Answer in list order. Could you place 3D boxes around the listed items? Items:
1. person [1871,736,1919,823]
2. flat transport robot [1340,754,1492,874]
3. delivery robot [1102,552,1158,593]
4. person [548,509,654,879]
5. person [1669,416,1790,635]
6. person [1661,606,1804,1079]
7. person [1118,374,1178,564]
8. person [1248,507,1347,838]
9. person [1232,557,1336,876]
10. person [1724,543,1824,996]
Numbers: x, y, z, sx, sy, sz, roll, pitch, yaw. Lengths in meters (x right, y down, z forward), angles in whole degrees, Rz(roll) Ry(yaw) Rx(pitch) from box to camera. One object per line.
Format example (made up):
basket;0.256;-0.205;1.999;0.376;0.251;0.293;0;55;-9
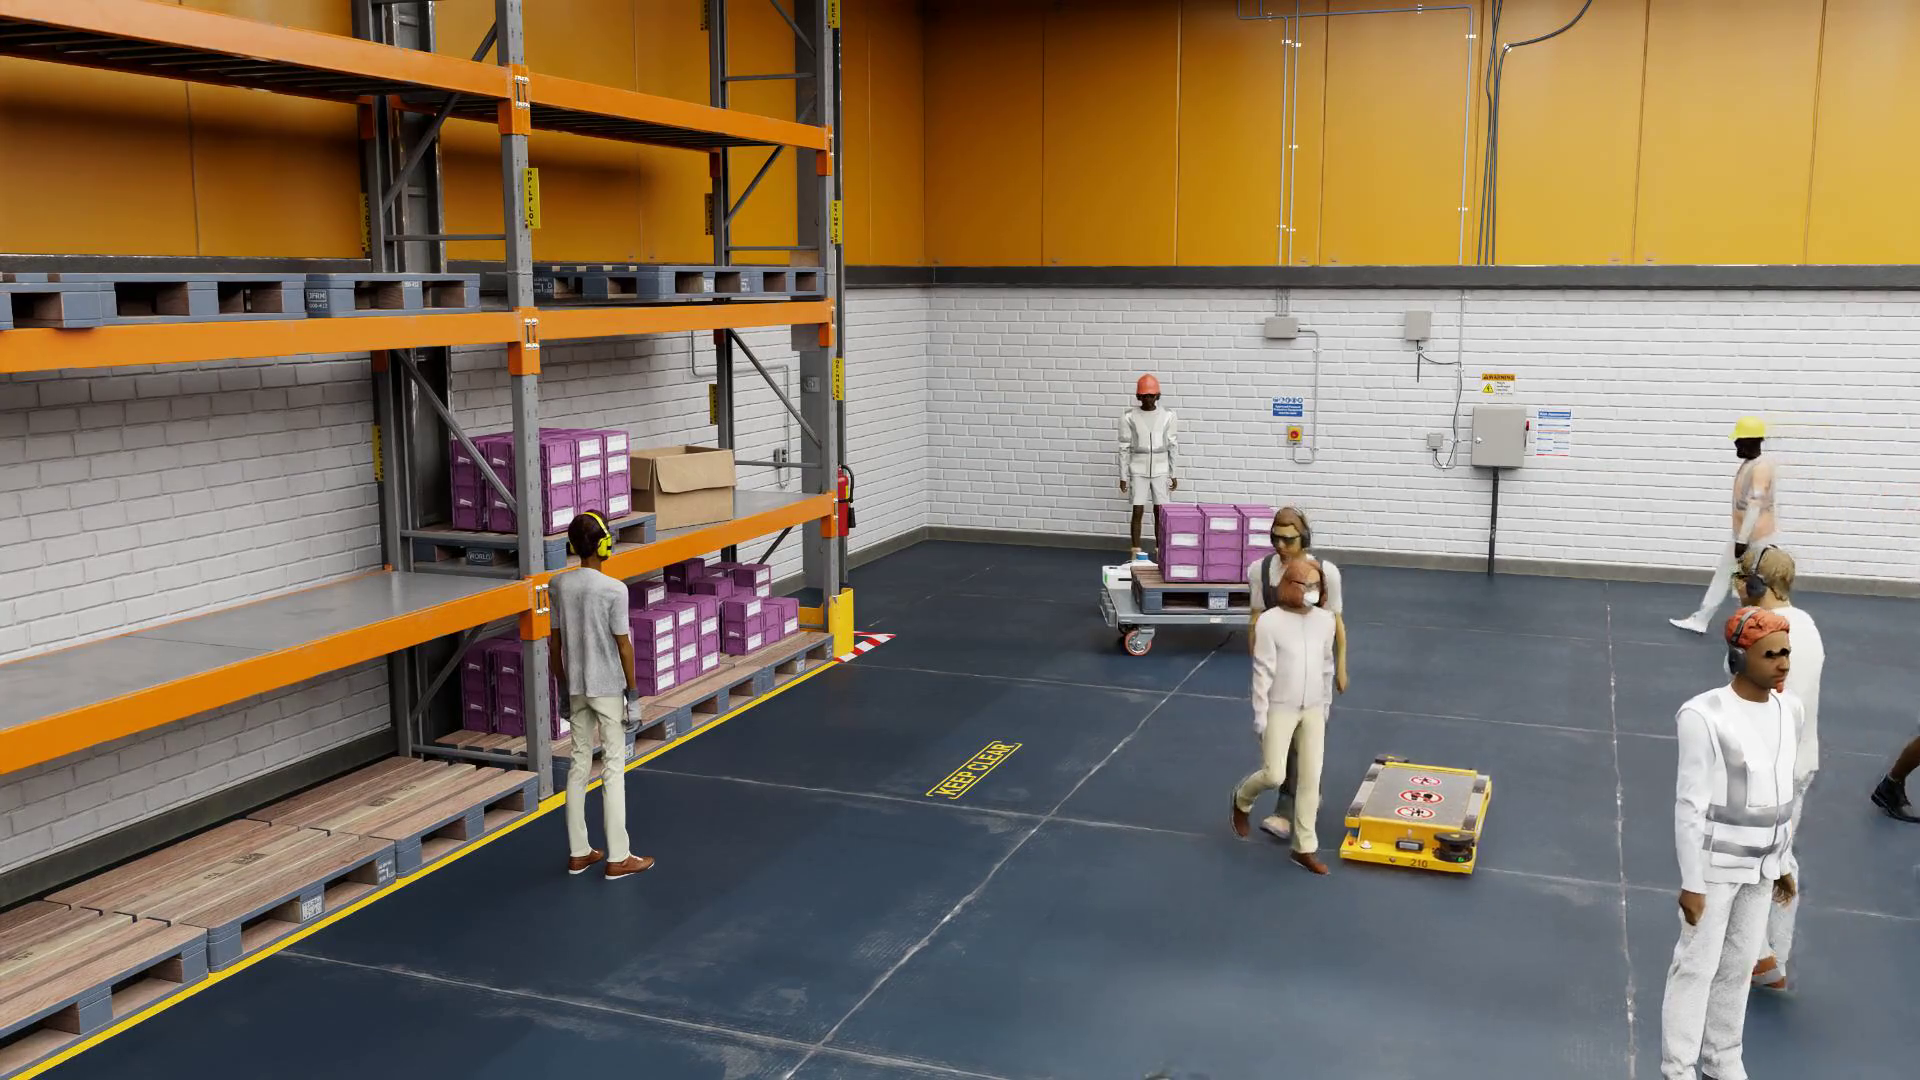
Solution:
person;5.428;0.687;8.928;0.549;1.886;0.996;-4;10;-24
flat transport robot;2.508;1.465;9.057;0.652;0.197;1.431;4;10;21
delivery robot;1.623;0.355;14.846;0.707;0.478;0.477;1;9;5
person;-1.823;0.773;8.384;0.513;1.876;0.328;4;10;24
person;6.531;-0.092;13.822;1.010;1.870;0.611;2;9;11
person;2.751;1.165;5.900;0.574;1.883;0.360;-5;10;-27
person;1.939;-0.694;17.136;0.611;2.029;0.413;0;9;-2
person;1.800;0.706;9.067;0.505;1.786;0.914;6;11;35
person;1.685;0.870;8.575;0.513;1.616;0.622;-4;10;-23
person;3.353;0.969;7.016;0.636;1.919;0.481;-7;11;-36
